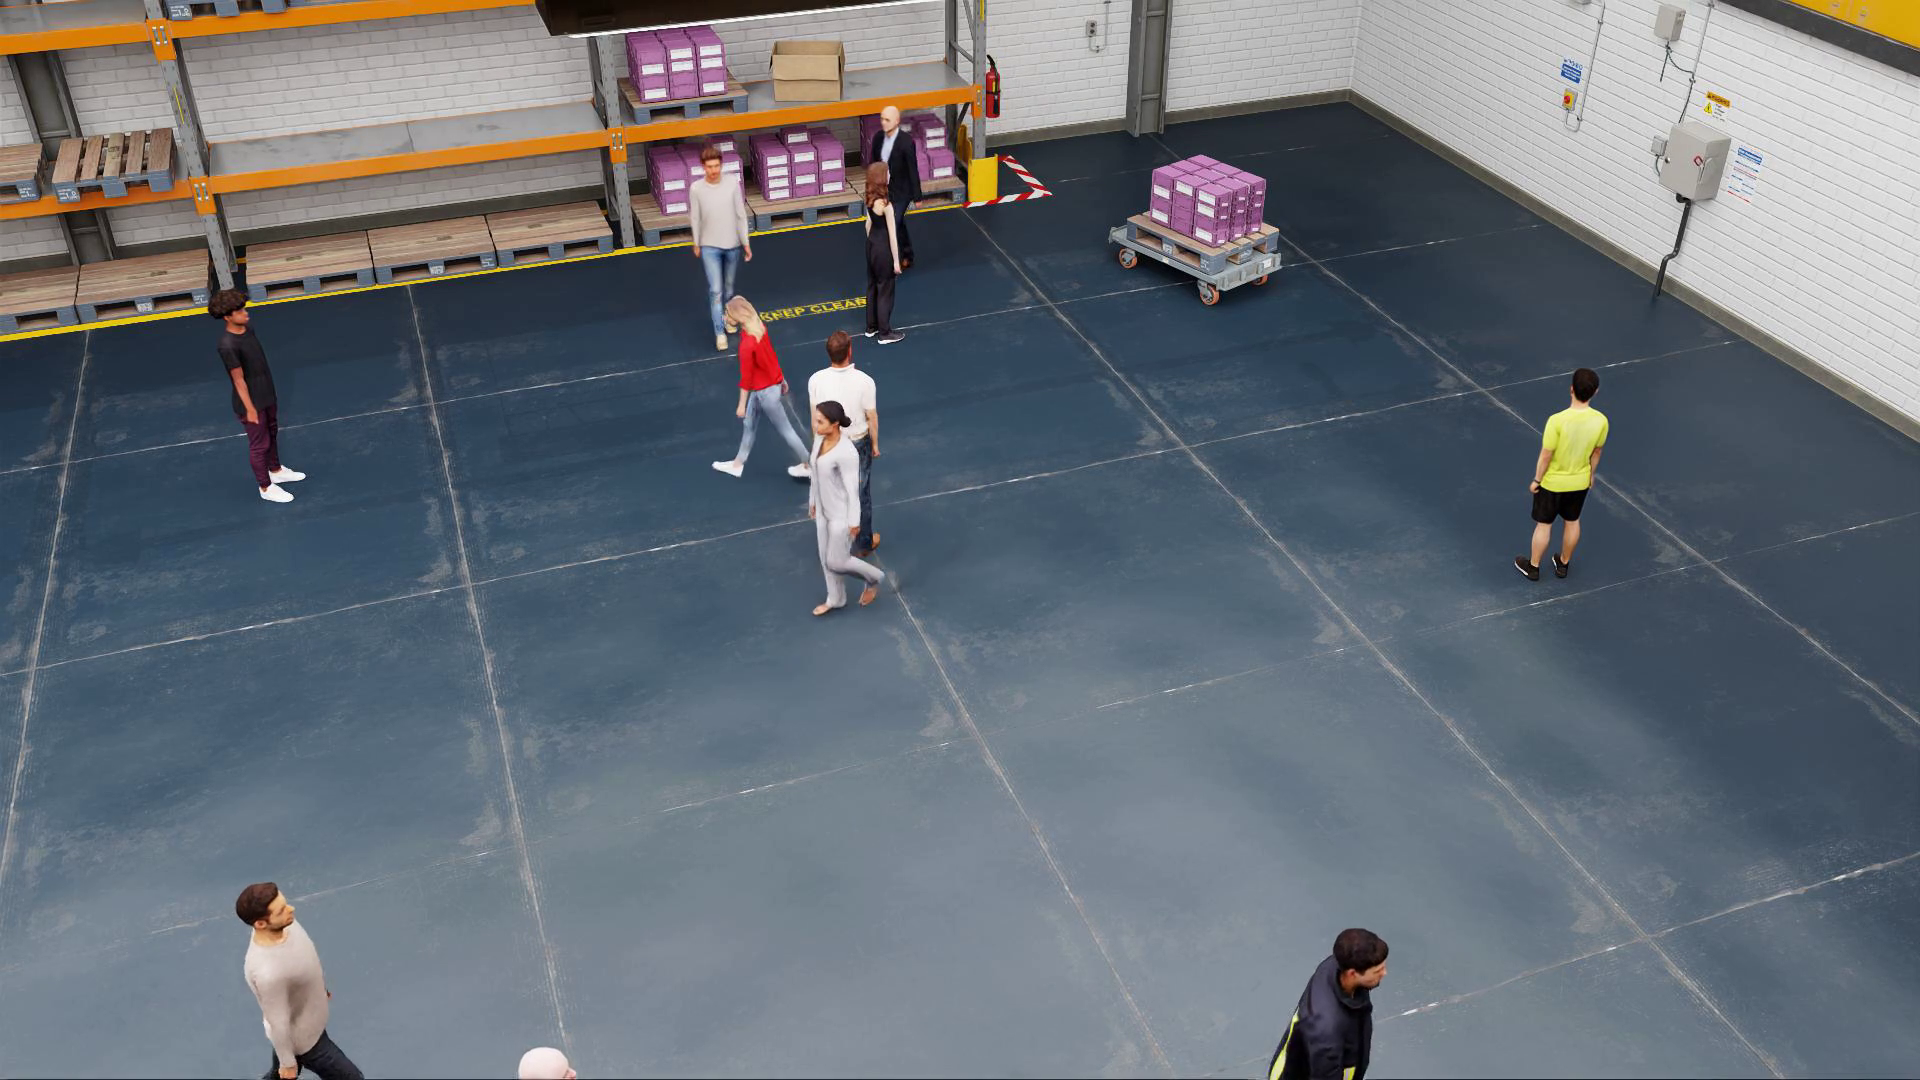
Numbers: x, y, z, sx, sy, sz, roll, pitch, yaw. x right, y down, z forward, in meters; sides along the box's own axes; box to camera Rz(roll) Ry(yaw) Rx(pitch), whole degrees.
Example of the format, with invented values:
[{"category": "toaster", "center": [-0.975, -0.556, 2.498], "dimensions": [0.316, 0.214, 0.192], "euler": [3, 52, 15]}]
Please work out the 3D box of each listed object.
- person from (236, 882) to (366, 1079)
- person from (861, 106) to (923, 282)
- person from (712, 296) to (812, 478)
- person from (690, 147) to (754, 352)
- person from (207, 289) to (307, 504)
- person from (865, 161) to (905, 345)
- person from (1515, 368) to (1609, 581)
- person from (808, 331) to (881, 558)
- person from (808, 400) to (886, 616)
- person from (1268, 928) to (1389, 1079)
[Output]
[{"category": "person", "center": [-3.230, 2.335, 7.897], "dimensions": [1.184, 1.829, 0.694], "euler": [-9, 35, -14]}, {"category": "person", "center": [-0.606, -3.509, 16.742], "dimensions": [1.046, 1.769, 1.210], "euler": [24, 41, 32]}, {"category": "person", "center": [-1.475, -1.173, 13.346], "dimensions": [1.182, 1.638, 0.921], "euler": [6, 34, 9]}, {"category": "person", "center": [-2.254, -2.796, 15.575], "dimensions": [0.916, 1.875, 0.714], "euler": [-11, 35, -16]}, {"category": "person", "center": [-5.616, -1.170, 13.210], "dimensions": [0.681, 1.784, 0.685], "euler": [-1, 34, -1]}, {"category": "person", "center": [-0.753, -2.693, 15.536], "dimensions": [0.598, 1.746, 0.645], "euler": [-22, 40, -30]}, {"category": "person", "center": [4.453, -0.468, 12.222], "dimensions": [0.573, 1.708, 0.734], "euler": [-2, 34, -3]}, {"category": "person", "center": [-0.867, -0.707, 12.448], "dimensions": [0.688, 1.856, 0.809], "euler": [5, 34, 8]}, {"category": "person", "center": [-0.817, -0.248, 11.879], "dimensions": [0.855, 1.722, 0.746], "euler": [-21, 39, -28]}, {"category": "person", "center": [1.557, 2.443, 7.665], "dimensions": [1.072, 1.905, 1.008], "euler": [19, 38, 27]}]
